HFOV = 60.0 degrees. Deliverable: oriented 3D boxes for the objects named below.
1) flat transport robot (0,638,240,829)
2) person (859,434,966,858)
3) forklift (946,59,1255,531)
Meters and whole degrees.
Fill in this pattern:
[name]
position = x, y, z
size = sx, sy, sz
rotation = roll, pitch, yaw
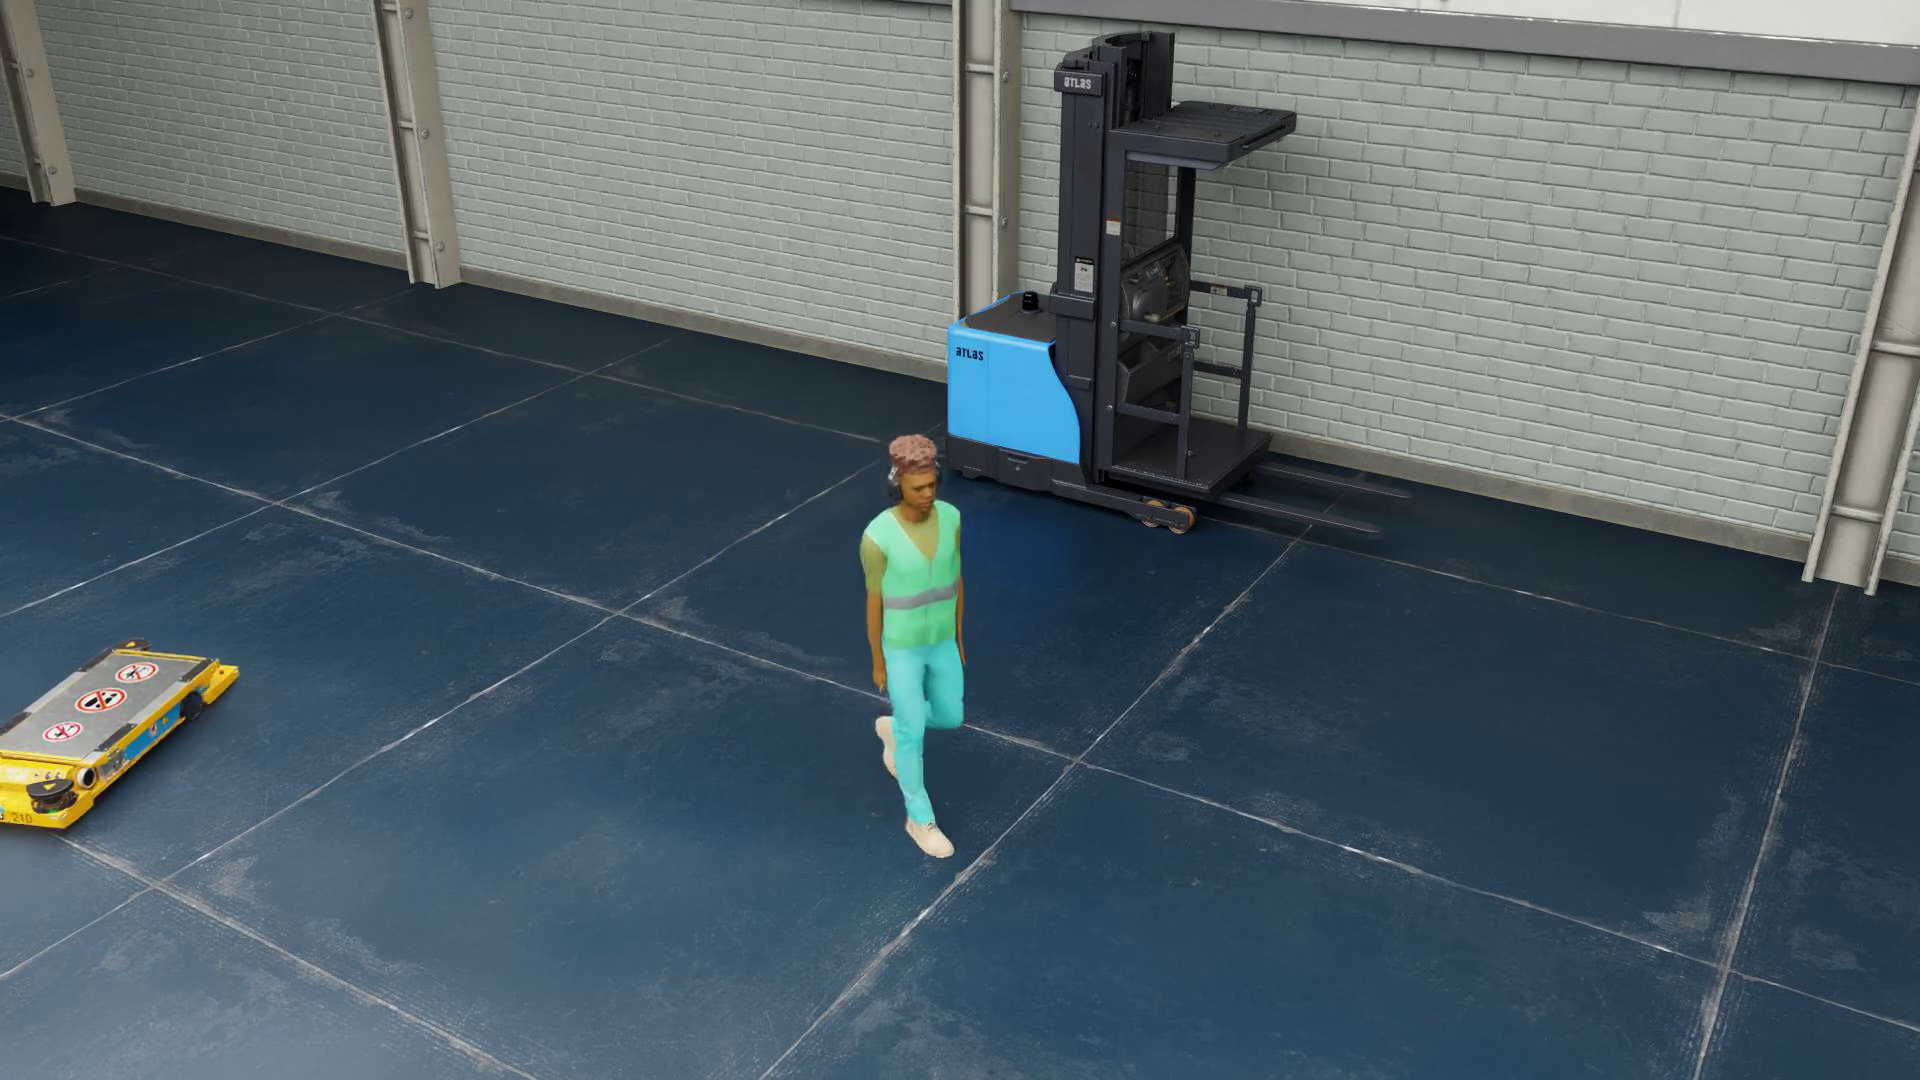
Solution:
[flat transport robot]
position = -4.300, 0.934, 8.282
size = 0.659, 0.231, 1.431
rotation = 5, 26, 9
[person]
position = -0.227, 0.421, 7.393
size = 0.488, 1.963, 0.679
rotation = -16, 30, -31
[forklift]
position = 0.933, -1.707, 10.833
size = 1.873, 2.768, 1.129
rotation = 15, 29, 28
